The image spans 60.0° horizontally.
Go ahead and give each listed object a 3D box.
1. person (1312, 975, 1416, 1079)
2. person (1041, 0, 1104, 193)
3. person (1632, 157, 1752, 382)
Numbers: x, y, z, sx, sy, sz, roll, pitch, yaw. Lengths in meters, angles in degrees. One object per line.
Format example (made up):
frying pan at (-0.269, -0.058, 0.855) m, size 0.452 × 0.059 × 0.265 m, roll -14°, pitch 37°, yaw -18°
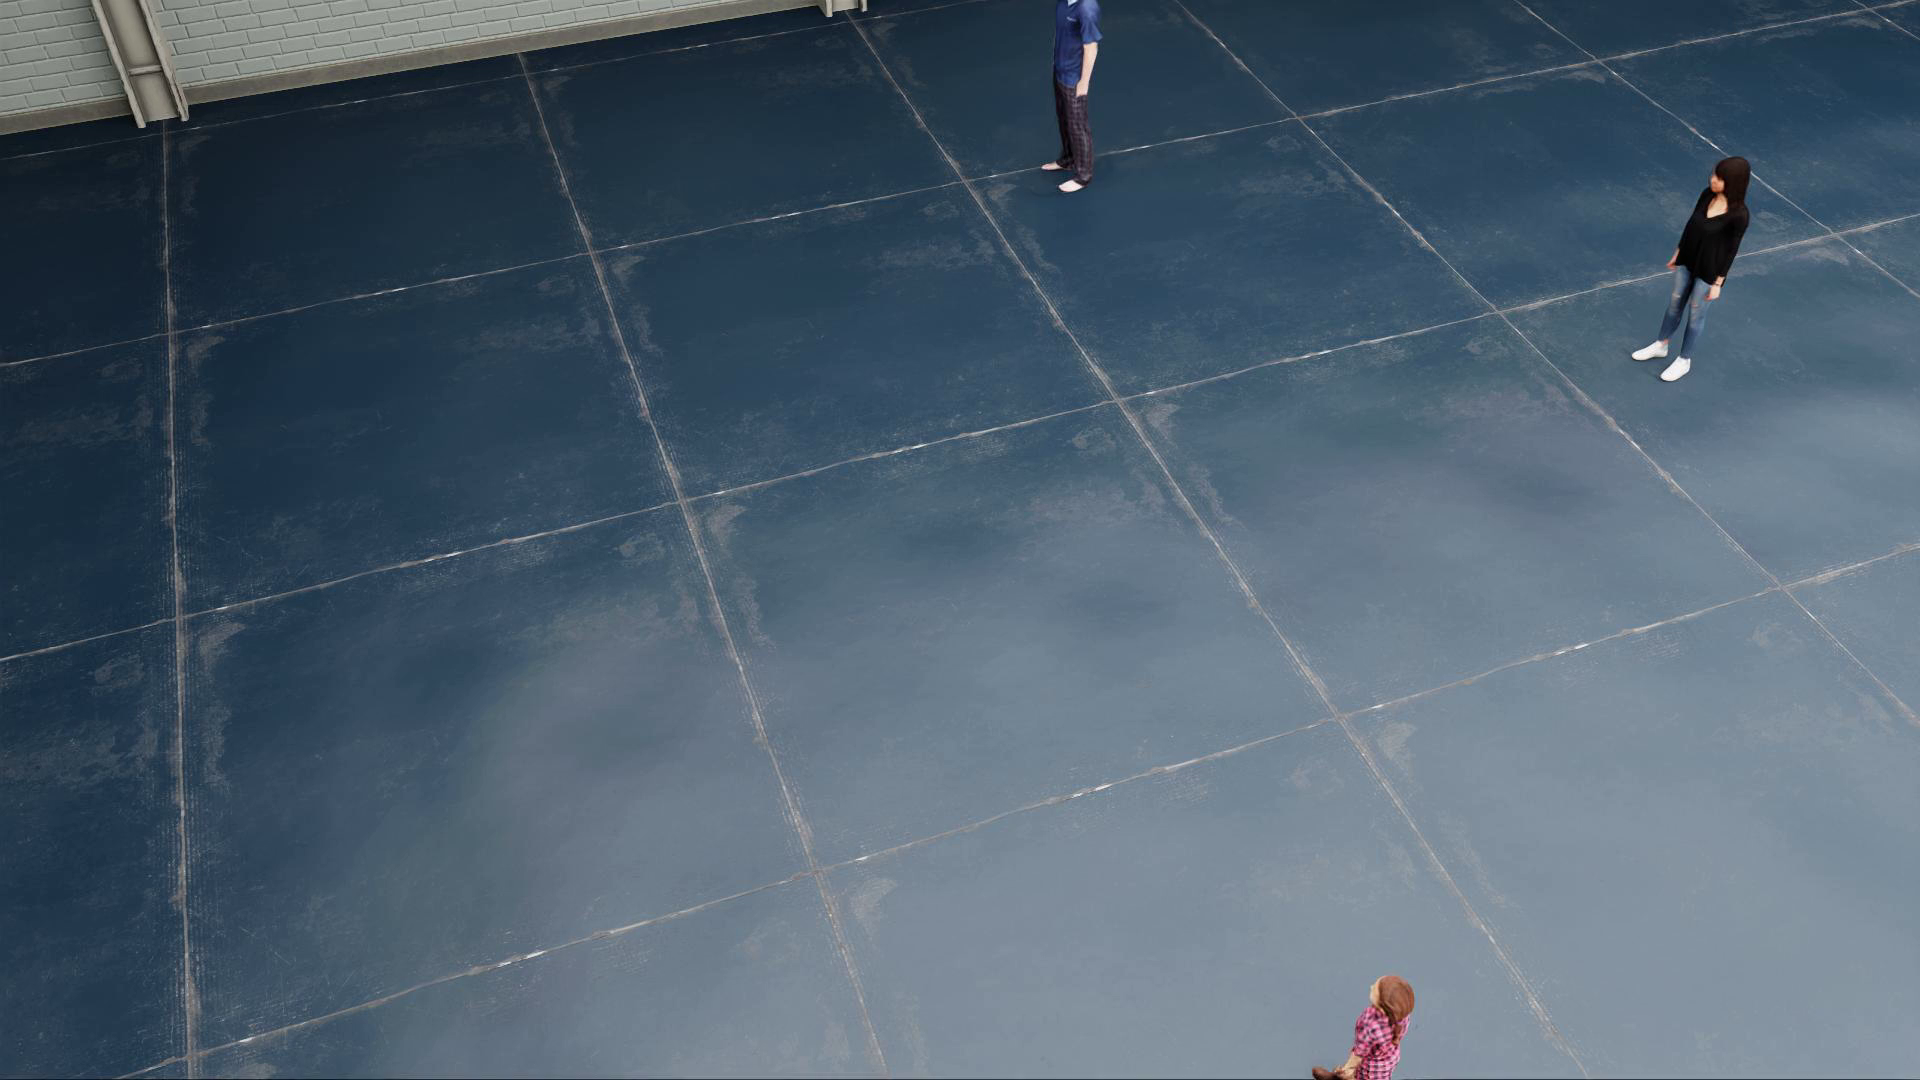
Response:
person at (1.805, 2.225, 7.091) m, size 0.749 × 1.011 × 0.676 m, roll -34°, pitch 53°, yaw -31°
person at (0.867, -3.565, 12.661) m, size 0.525 × 1.871 × 0.655 m, roll -15°, pitch 45°, yaw -16°
person at (4.890, -1.809, 10.947) m, size 0.538 × 1.643 × 0.583 m, roll -17°, pitch 46°, yaw -18°
